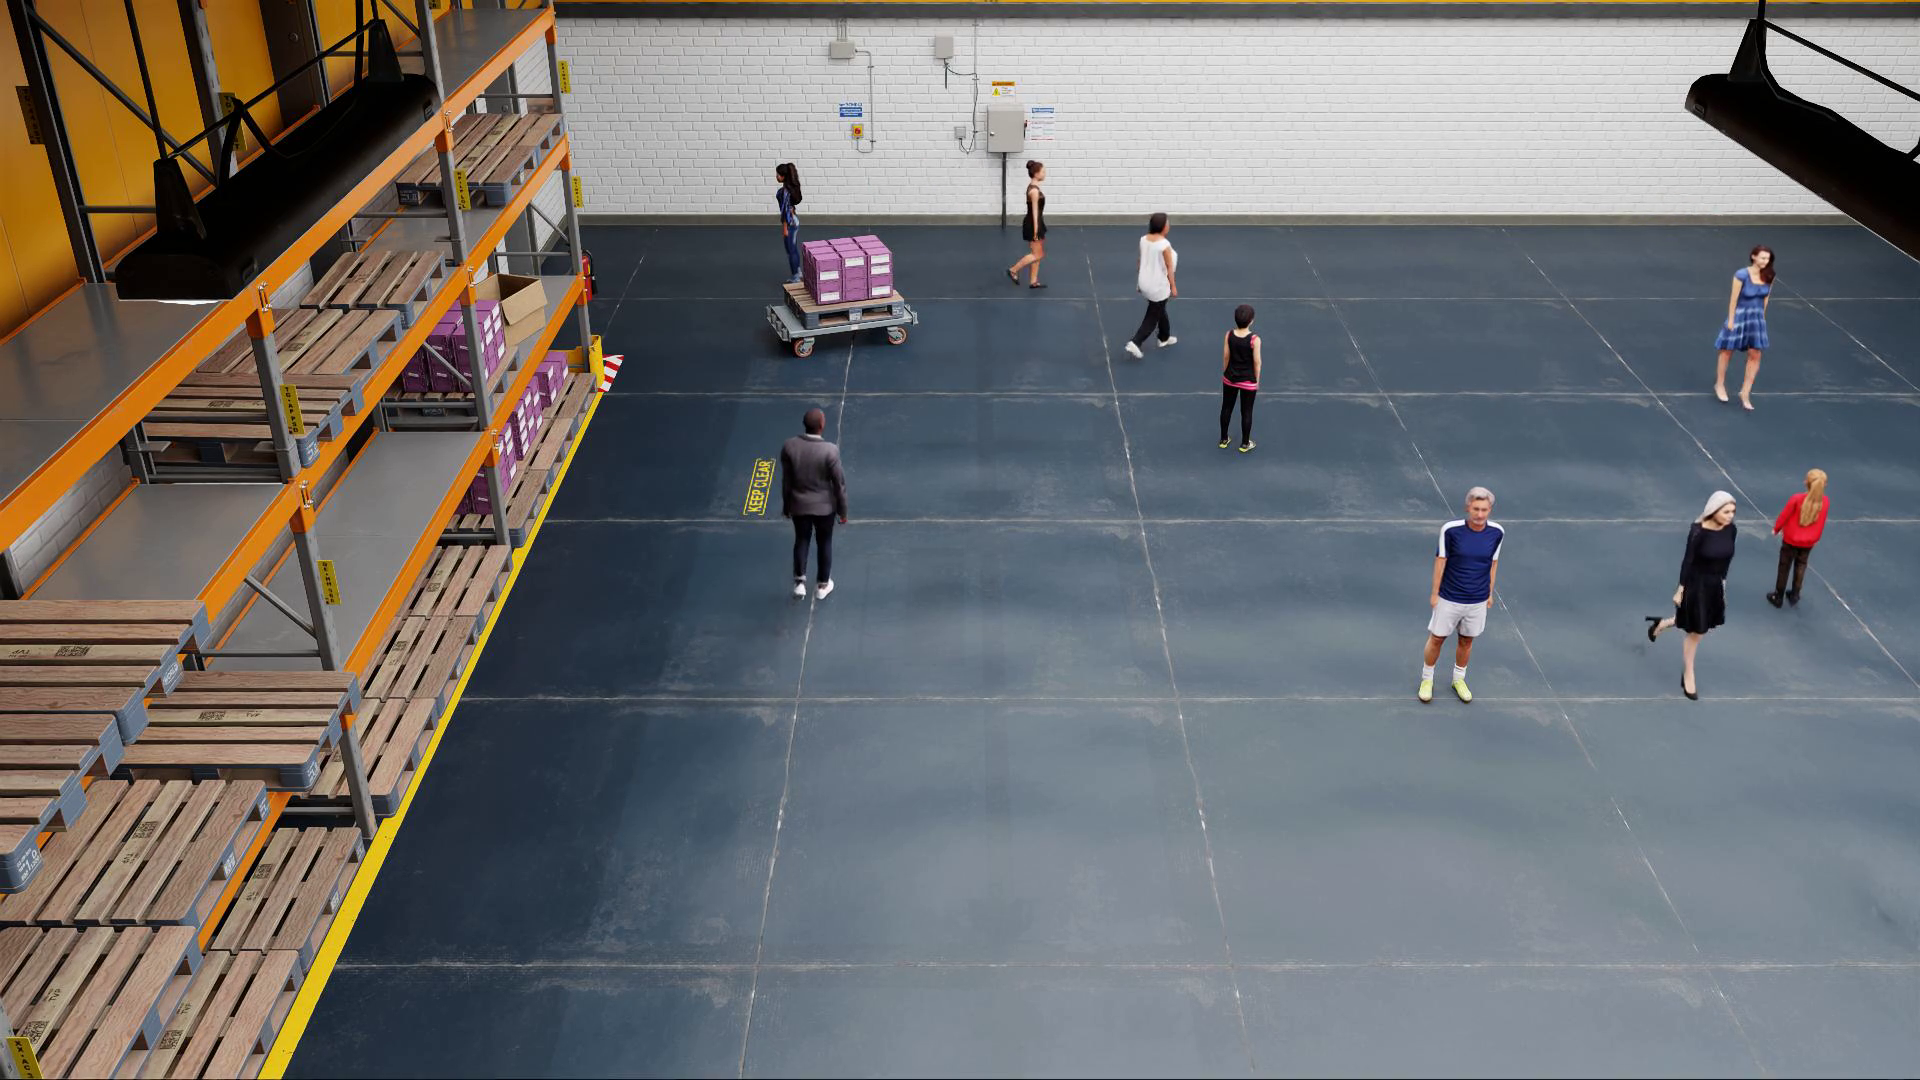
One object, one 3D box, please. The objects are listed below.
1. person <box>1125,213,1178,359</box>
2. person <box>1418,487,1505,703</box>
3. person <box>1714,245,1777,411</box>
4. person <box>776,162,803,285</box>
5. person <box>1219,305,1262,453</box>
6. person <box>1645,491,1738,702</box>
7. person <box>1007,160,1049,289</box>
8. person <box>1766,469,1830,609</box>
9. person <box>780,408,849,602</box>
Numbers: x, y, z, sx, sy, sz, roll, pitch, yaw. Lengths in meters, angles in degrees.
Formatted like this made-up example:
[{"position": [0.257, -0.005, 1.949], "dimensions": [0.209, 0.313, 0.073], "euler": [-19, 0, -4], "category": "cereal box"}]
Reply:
[{"position": [2.203, -2.888, 18.999], "dimensions": [1.035, 1.660, 1.122], "euler": [-14, 32, -24], "category": "person"}, {"position": [3.858, 0.402, 12.781], "dimensions": [0.625, 1.838, 0.530], "euler": [0, 29, 1], "category": "person"}, {"position": [8.352, -2.318, 17.823], "dimensions": [0.700, 1.786, 0.843], "euler": [-4, 29, -7], "category": "person"}, {"position": [-2.150, -3.986, 21.052], "dimensions": [0.659, 1.621, 0.473], "euler": [0, 29, -1], "category": "person"}, {"position": [2.839, -1.648, 16.846], "dimensions": [0.614, 1.543, 0.638], "euler": [15, 32, 26], "category": "person"}, {"position": [5.704, 0.369, 12.961], "dimensions": [0.785, 1.725, 1.043], "euler": [-9, 30, -15], "category": "person"}, {"position": [0.847, -3.933, 20.911], "dimensions": [0.662, 1.663, 0.692], "euler": [2, 29, 4], "category": "person"}, {"position": [7.112, -0.004, 14.110], "dimensions": [0.509, 1.278, 0.553], "euler": [2, 29, 3], "category": "person"}, {"position": [-1.263, -0.240, 13.992], "dimensions": [0.837, 1.806, 0.908], "euler": [6, 29, 11], "category": "person"}]
